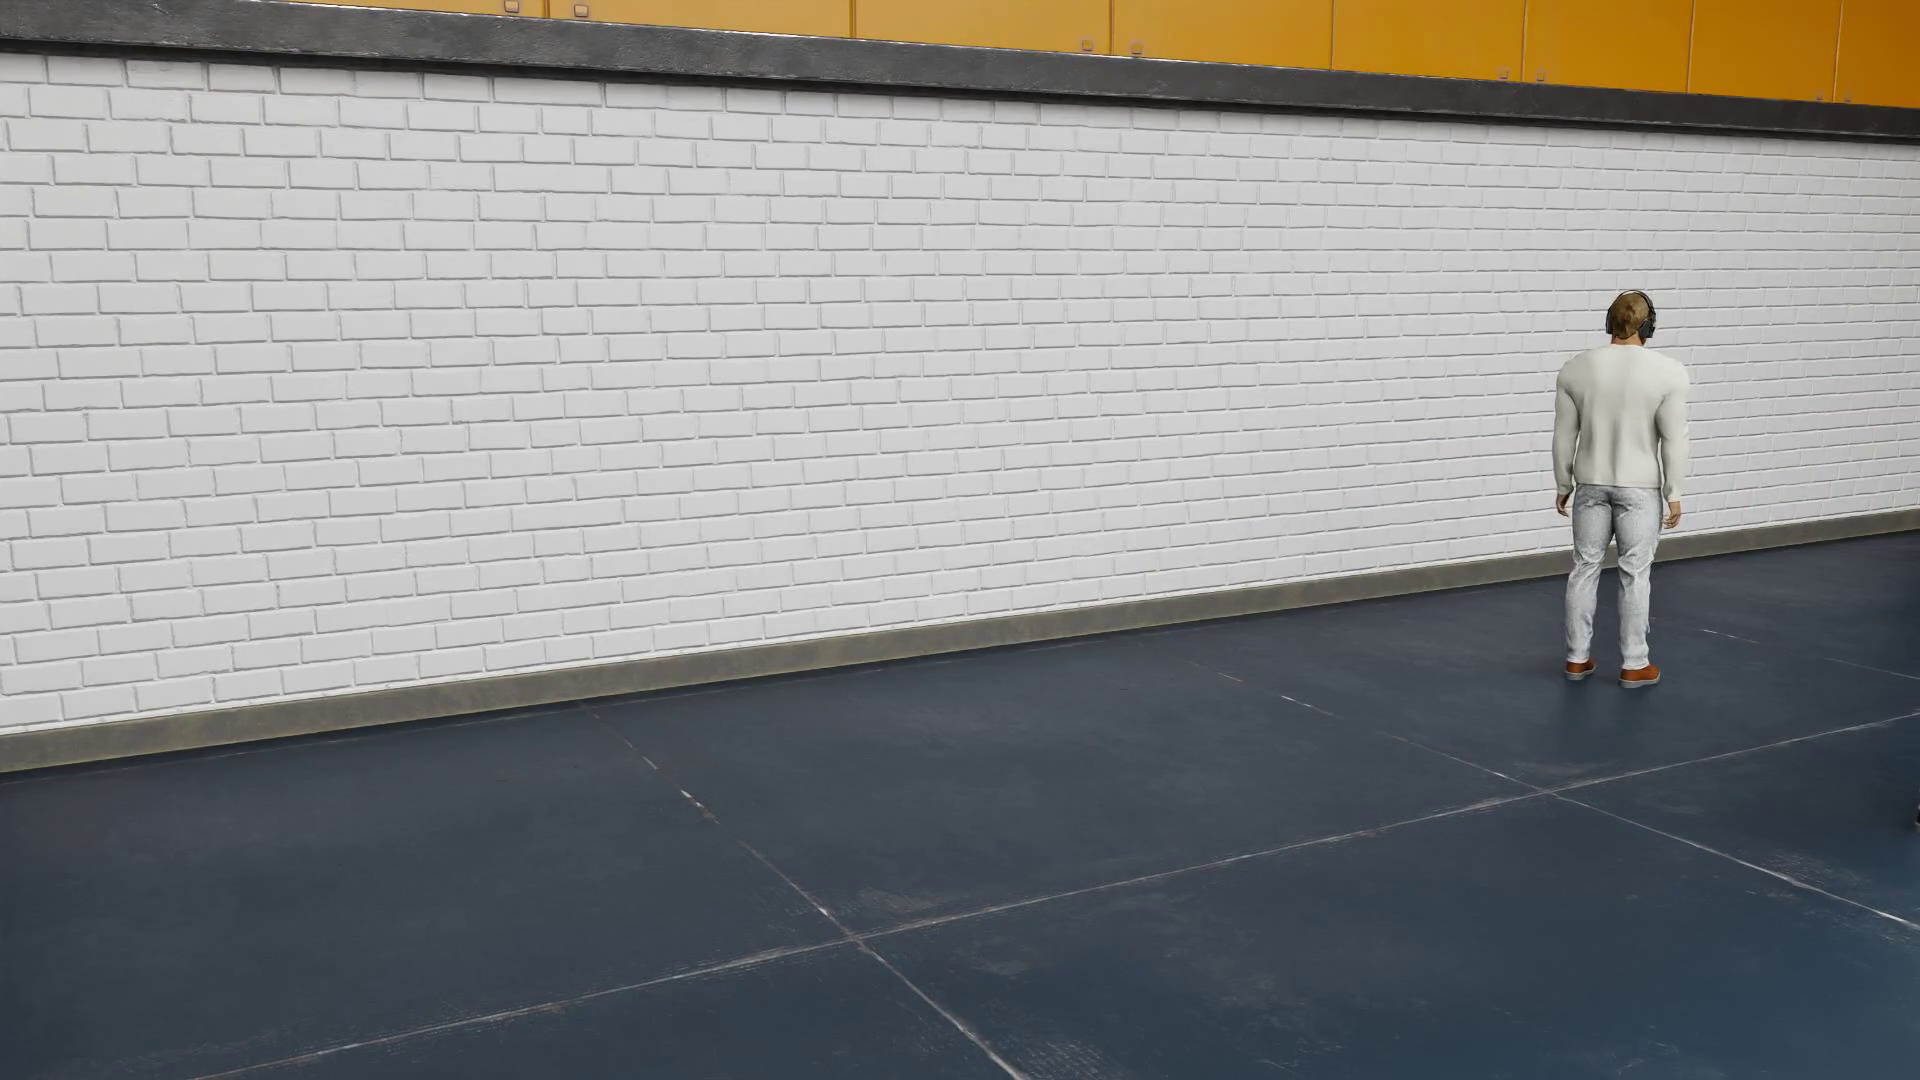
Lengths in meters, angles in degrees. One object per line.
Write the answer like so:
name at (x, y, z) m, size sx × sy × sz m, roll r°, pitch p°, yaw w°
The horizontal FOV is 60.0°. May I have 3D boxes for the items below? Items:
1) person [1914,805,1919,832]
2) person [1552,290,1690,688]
person at (3.747, 0.182, 6.038) m, size 0.403 × 1.824 × 0.598 m, roll 9°, pitch 13°, yaw 42°
person at (3.226, -0.247, 8.158) m, size 0.635 × 1.938 × 0.354 m, roll 8°, pitch 13°, yaw 38°
